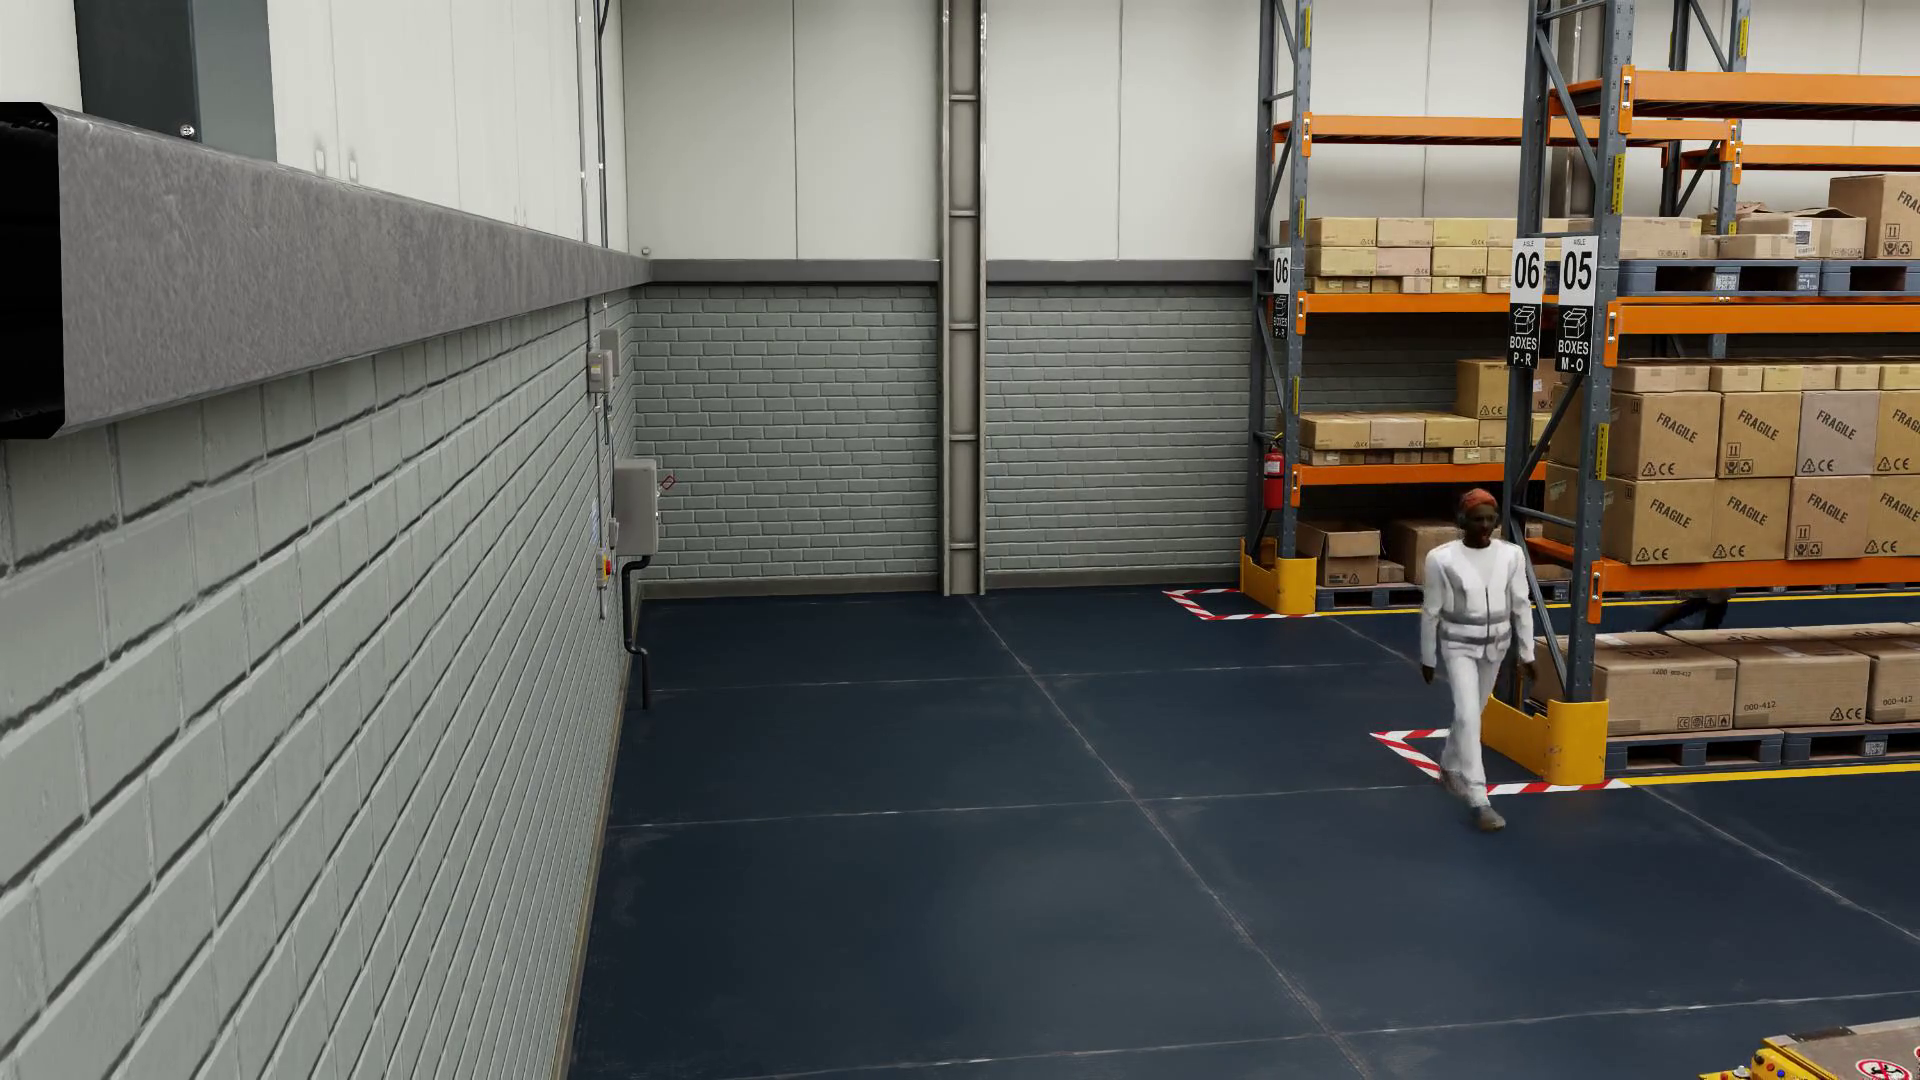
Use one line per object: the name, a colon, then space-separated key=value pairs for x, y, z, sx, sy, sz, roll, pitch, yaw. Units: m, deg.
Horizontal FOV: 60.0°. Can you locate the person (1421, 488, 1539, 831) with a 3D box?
person: x=2.879 y=0.624 z=9.294 sx=0.577 sy=1.837 sz=0.989 roll=-2 pitch=9 yaw=-10

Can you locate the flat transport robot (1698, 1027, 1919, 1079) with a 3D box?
flat transport robot: x=3.457 y=1.950 z=5.913 sx=1.431 sy=0.197 sz=0.652 roll=-2 pitch=10 yaw=-15

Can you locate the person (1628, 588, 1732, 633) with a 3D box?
person: x=5.389 y=0.099 z=12.202 sx=0.726 sy=1.937 sz=0.653 roll=1 pitch=9 yaw=5
